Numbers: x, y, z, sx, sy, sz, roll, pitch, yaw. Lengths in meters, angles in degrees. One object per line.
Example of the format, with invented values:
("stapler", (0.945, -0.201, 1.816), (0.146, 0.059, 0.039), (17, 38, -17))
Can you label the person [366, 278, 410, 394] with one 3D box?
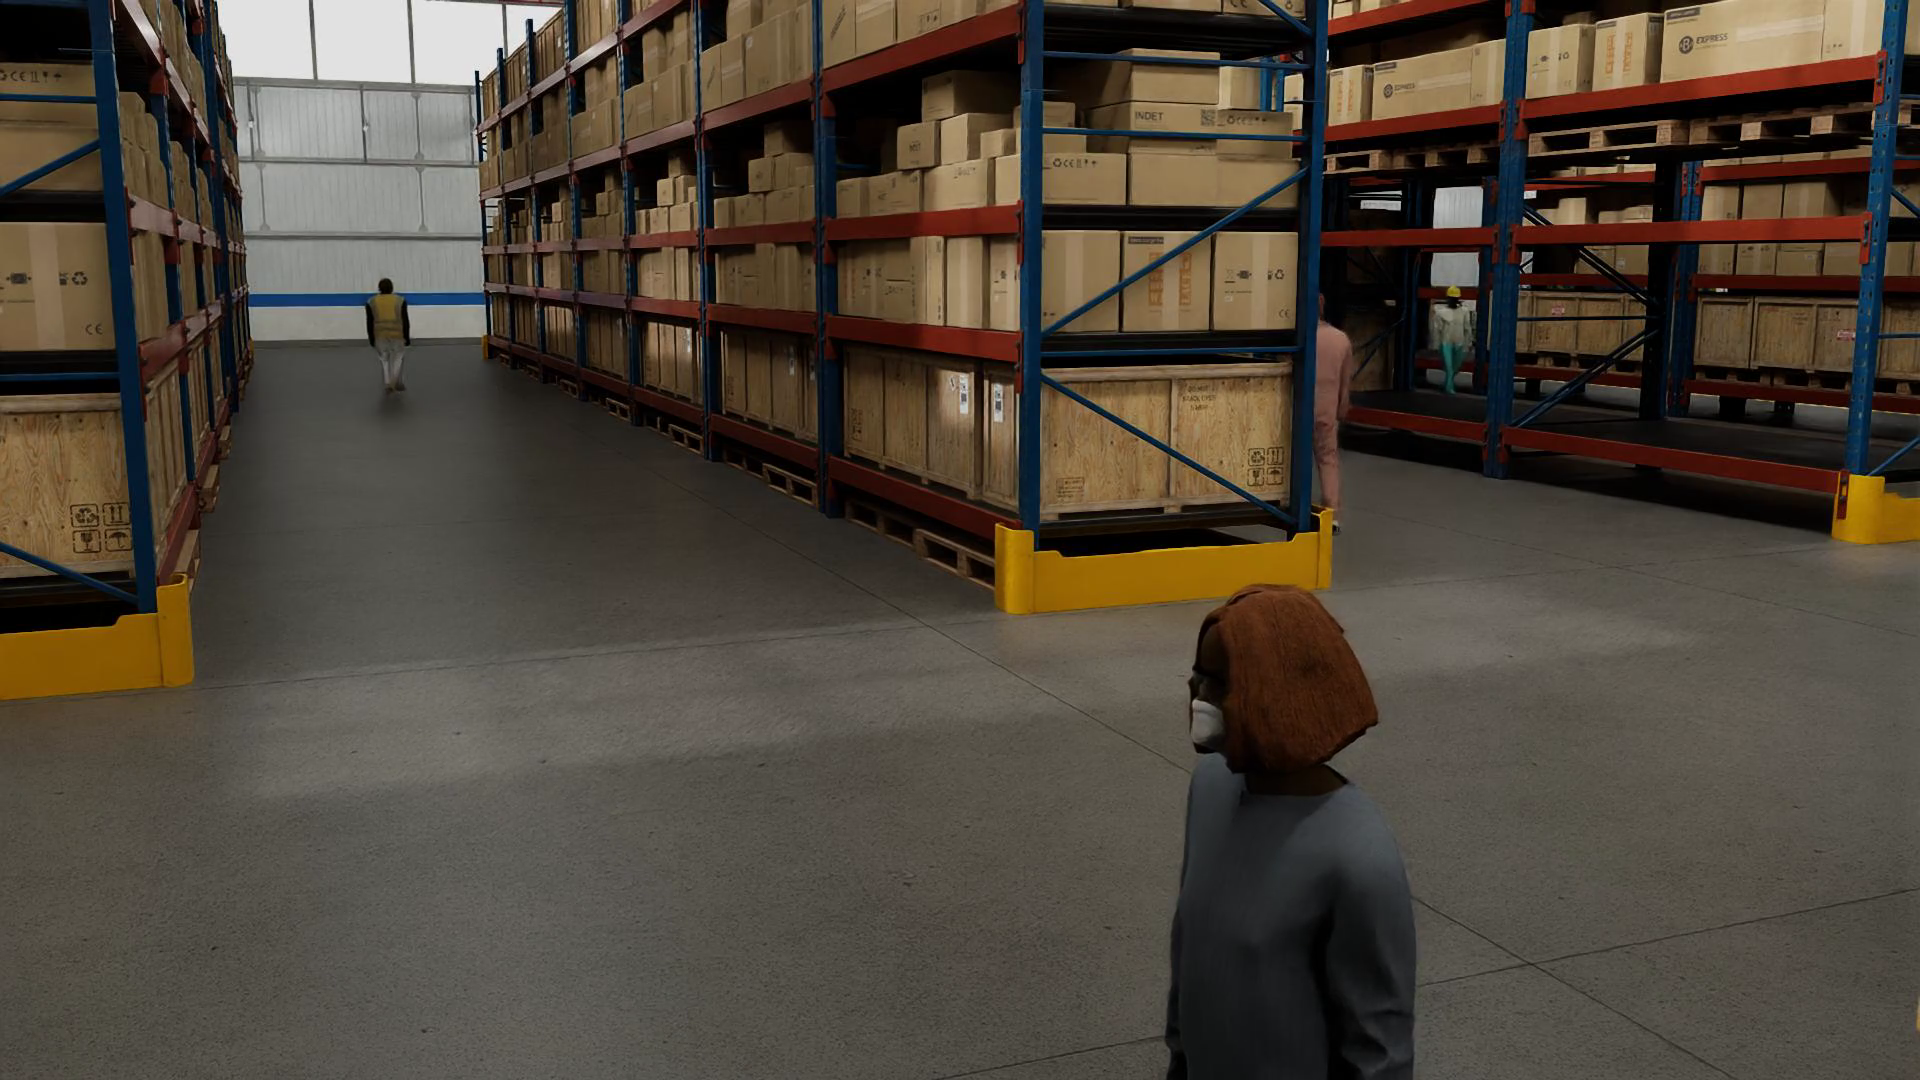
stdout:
("person", (-9.113, -3.258, 26.569), (0.660, 1.806, 0.874), (-2, 10, -13))

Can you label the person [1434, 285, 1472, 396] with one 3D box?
("person", (7.320, -2.930, 24.821), (0.531, 1.740, 0.761), (-1, 10, -6))

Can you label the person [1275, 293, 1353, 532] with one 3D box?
("person", (2.720, -1.002, 12.942), (0.661, 1.860, 1.019), (-2, 10, -11))

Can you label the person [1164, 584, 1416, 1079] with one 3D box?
("person", (0.440, 0.866, 2.399), (0.265, 1.632, 0.508), (-4, 10, -22))
